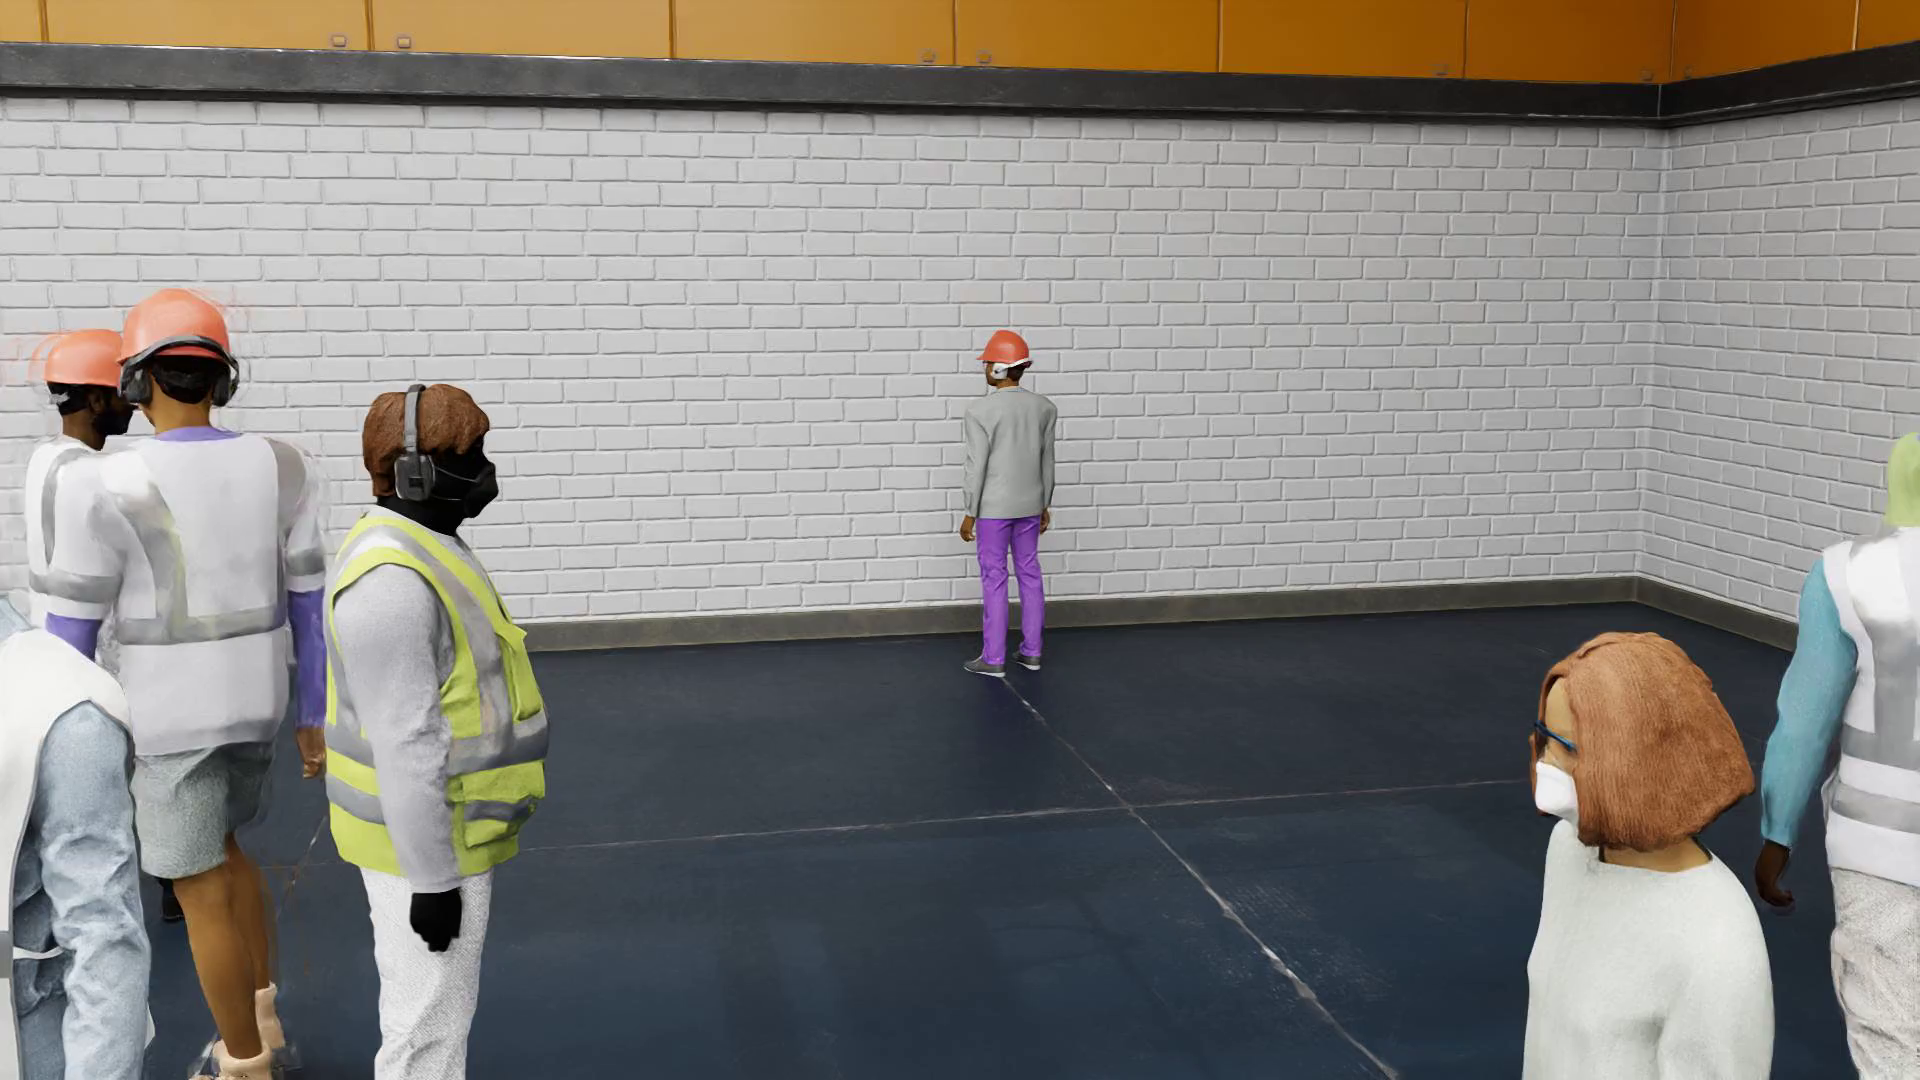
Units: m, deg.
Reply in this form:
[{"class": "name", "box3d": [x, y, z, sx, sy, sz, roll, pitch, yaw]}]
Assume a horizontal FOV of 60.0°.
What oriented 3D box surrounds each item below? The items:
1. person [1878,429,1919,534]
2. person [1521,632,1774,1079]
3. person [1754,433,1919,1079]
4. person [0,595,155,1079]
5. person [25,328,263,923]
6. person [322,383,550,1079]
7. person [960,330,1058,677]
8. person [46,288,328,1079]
[{"class": "person", "box3d": [2.734, 0.341, 4.453, 0.653, 2.014, 0.776, 2, 10, 14]}, {"class": "person", "box3d": [0.847, 0.918, 2.152, 0.277, 1.628, 0.505, 0, 9, -1]}, {"class": "person", "box3d": [1.911, 0.606, 3.205, 0.625, 1.912, 0.976, 2, 10, 13]}, {"class": "person", "box3d": [-1.327, 0.755, 2.254, 0.588, 1.917, 0.392, 4, 10, 25]}, {"class": "person", "box3d": [-2.674, 0.323, 4.977, 0.911, 1.904, 0.581, -7, 11, -35]}, {"class": "person", "box3d": [-1.051, 0.604, 3.400, 0.430, 1.845, 0.619, -2, 10, -13]}, {"class": "person", "box3d": [0.236, -0.187, 8.472, 0.572, 1.755, 0.319, -7, 11, -36]}, {"class": "person", "box3d": [-1.851, 0.419, 3.988, 0.583, 2.017, 0.628, 5, 11, 30]}]
